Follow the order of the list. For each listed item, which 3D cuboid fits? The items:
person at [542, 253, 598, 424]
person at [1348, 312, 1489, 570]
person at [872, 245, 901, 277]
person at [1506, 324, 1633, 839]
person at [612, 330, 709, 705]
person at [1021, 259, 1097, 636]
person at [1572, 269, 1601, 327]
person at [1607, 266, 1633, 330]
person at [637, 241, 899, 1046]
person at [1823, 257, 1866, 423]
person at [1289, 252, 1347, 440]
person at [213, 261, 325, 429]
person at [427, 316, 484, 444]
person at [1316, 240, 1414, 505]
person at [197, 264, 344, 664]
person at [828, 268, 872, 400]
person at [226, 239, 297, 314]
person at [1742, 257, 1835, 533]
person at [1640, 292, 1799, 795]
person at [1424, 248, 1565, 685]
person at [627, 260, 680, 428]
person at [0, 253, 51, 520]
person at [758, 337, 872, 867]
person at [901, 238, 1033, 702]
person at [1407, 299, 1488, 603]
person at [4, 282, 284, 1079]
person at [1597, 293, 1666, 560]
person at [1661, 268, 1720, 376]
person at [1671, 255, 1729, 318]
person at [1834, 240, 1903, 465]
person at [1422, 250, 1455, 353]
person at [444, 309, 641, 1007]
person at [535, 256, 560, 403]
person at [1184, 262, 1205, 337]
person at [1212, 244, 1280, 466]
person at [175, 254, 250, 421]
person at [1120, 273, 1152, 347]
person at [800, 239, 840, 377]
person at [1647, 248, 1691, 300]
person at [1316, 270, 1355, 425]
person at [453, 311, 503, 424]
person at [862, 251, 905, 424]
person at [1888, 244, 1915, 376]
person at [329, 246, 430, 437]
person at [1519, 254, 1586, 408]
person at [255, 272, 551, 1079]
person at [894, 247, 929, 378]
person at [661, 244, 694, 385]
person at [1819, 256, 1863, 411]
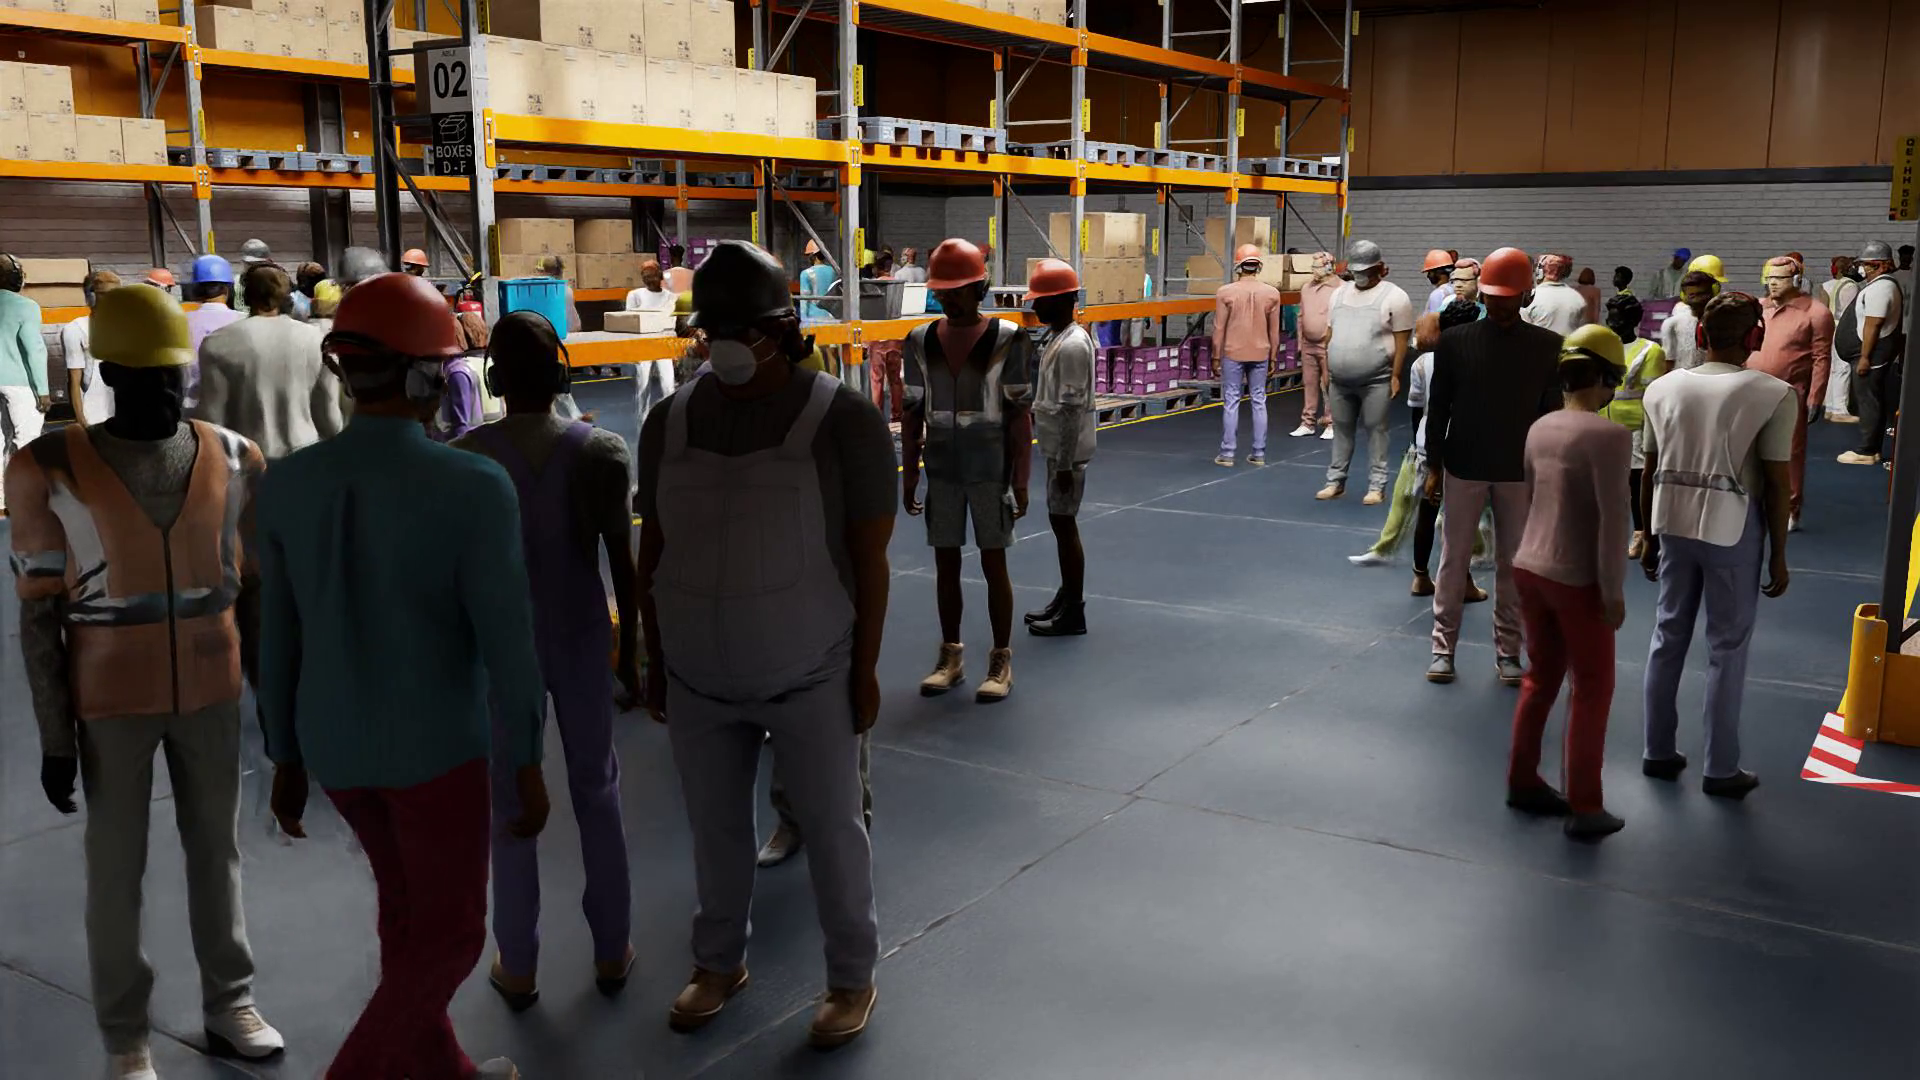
[{"bbox_3d":[-4.195,-2.028,17.315,0.647,1.879,1.030,8,13,39],"label":"person"},{"bbox_3d":[2.880,-0.594,10.184,0.841,1.592,0.501,-1,10,-5],"label":"person"},{"bbox_3d":[-1.236,-3.946,27.779,0.629,1.940,0.377,-6,12,-30],"label":"person"},{"bbox_3d":[2.122,0.133,5.745,0.387,1.743,0.579,-3,11,-15],"label":"person"},{"bbox_3d":[-1.177,-0.113,7.229,0.693,1.705,0.622,4,11,22],"label":"person"},{"bbox_3d":[0.501,-0.463,8.524,0.391,1.925,0.551,0,10,-2],"label":"person"},{"bbox_3d":[9.382,-3.276,25.018,0.520,1.579,0.845,8,13,39],"label":"person"},{"bbox_3d":[8.294,-2.589,20.927,0.315,1.696,0.540,1,10,7],"label":"person"},{"bbox_3d":[-0.516,0.267,4.153,0.686,2.000,0.535,3,11,14],"label":"person"},{"bbox_3d":[9.925,-2.237,18.596,0.430,1.838,0.619,3,11,15],"label":"person"},{"bbox_3d":[3.683,-1.974,16.962,0.400,1.902,0.643,-9,13,-40],"label":"person"},{"bbox_3d":[-3.584,-0.491,8.714,0.587,1.912,0.382,-4,11,-20],"label":"person"},{"bbox_3d":[-2.726,-0.406,9.016,0.313,1.631,0.530,-5,11,-25],"label":"person"},{"bbox_3d":[3.077,-1.289,12.772,0.682,2.000,0.536,9,14,41],"label":"person"},{"bbox_3d":[-3.291,-0.364,8.032,0.662,1.906,0.564,-7,12,-32],"label":"person"},{"bbox_3d":[-1.141,-2.178,18.083,0.598,1.907,0.409,-4,11,-23],"label":"person"},{"bbox_3d":[-6.361,-1.725,15.190,0.683,2.000,0.536,-4,11,-22],"label":"person"},{"bbox_3d":[5.660,-1.000,11.542,0.402,1.906,0.652,-7,12,-33],"label":"person"},{"bbox_3d":[2.751,0.016,6.118,0.395,1.836,0.560,-8,13,-36],"label":"person"},{"bbox_3d":[2.422,-0.322,7.568,0.610,1.985,0.392,2,10,12],"label":"person"},{"bbox_3d":[-3.129,-1.963,17.108,0.558,1.826,0.969,-2,11,-14],"label":"person"},{"bbox_3d":[-6.834,-1.091,11.995,0.629,1.931,0.377,3,11,16],"label":"person"},{"bbox_3d":[-0.497,0.213,5.312,0.488,1.731,0.325,3,11,15],"label":"person"},{"bbox_3d":[0.020,-0.299,7.325,0.613,2.033,0.410,4,11,20],"label":"person"},{"bbox_3d":[2.763,-0.496,9.330,0.315,1.696,0.541,-9,14,-41],"label":"person"},{"bbox_3d":[-1.908,0.354,3.988,0.589,1.927,0.378,-9,14,-42],"label":"person"},{"bbox_3d":[4.237,-0.729,10.653,0.320,1.687,0.539,-6,12,-32],"label":"person"},{"bbox_3d":[4.886,-0.865,10.999,0.574,1.840,0.577,0,10,1],"label":"person"},{"bbox_3d":[5.443,-1.147,12.353,0.398,1.914,0.585,8,13,38],"label":"person"},{"bbox_3d":[8.244,-1.714,15.126,0.536,2.000,0.684,7,12,33],"label":"person"},{"bbox_3d":[4.508,-1.764,15.714,0.366,1.931,0.542,7,12,33],"label":"person"},{"bbox_3d":[-1.106,0.317,4.420,0.513,1.842,0.325,-4,11,-20],"label":"person"},{"bbox_3d":[-5.122,-2.603,20.673,0.404,1.824,0.586,-9,13,-40],"label":"person"},{"bbox_3d":[3.471,-3.288,24.704,0.323,1.736,0.486,-3,11,-16],"label":"person"},{"bbox_3d":[2.562,-1.653,14.956,0.614,1.987,0.408,-2,10,-9],"label":"person"},{"bbox_3d":[-4.350,-0.709,9.845,0.618,1.937,0.418,-2,10,-10],"label":"person"},{"bbox_3d":[2.409,-3.155,23.673,0.633,1.839,0.429,0,10,2],"label":"person"},{"bbox_3d":[-1.827,-2.858,21.497,0.606,2.035,0.403,-8,13,-38],"label":"person"},{"bbox_3d":[10.693,-3.439,25.058,0.643,1.907,0.523,2,10,13],"label":"person"},{"bbox_3d":[4.181,-2.119,18.067,0.724,1.807,0.429,-6,12,-30],"label":"person"},{"bbox_3d":[-2.697,-0.457,9.301,0.312,1.632,0.525,2,10,12],"label":"person"},{"bbox_3d":[-0.789,-2.099,17.642,0.595,1.909,0.405,-8,13,-39],"label":"person"},{"bbox_3d":[13.974,-3.400,24.718,0.599,1.958,0.372,2,10,11],"label":"person"},{"bbox_3d":[-3.117,-0.700,9.507,0.850,2.000,0.714,-7,12,-34],"label":"person"},{"bbox_3d":[4.990,-1.480,14.232,0.644,1.900,0.399,-3,11,-15],"label":"person"},{"bbox_3d":[-1.194,0.440,3.423,0.646,1.964,0.856,3,11,18],"label":"person"},{"bbox_3d":[-0.757,-3.331,24.449,0.408,1.913,0.641,9,14,41],"label":"person"},{"bbox_3d":[-3.928,-3.138,23.225,0.609,1.965,0.369,-5,12,-28],"label":"person"},{"bbox_3d":[10.403,-2.434,19.699,0.566,1.838,0.385,-3,11,-14],"label":"person"}]
